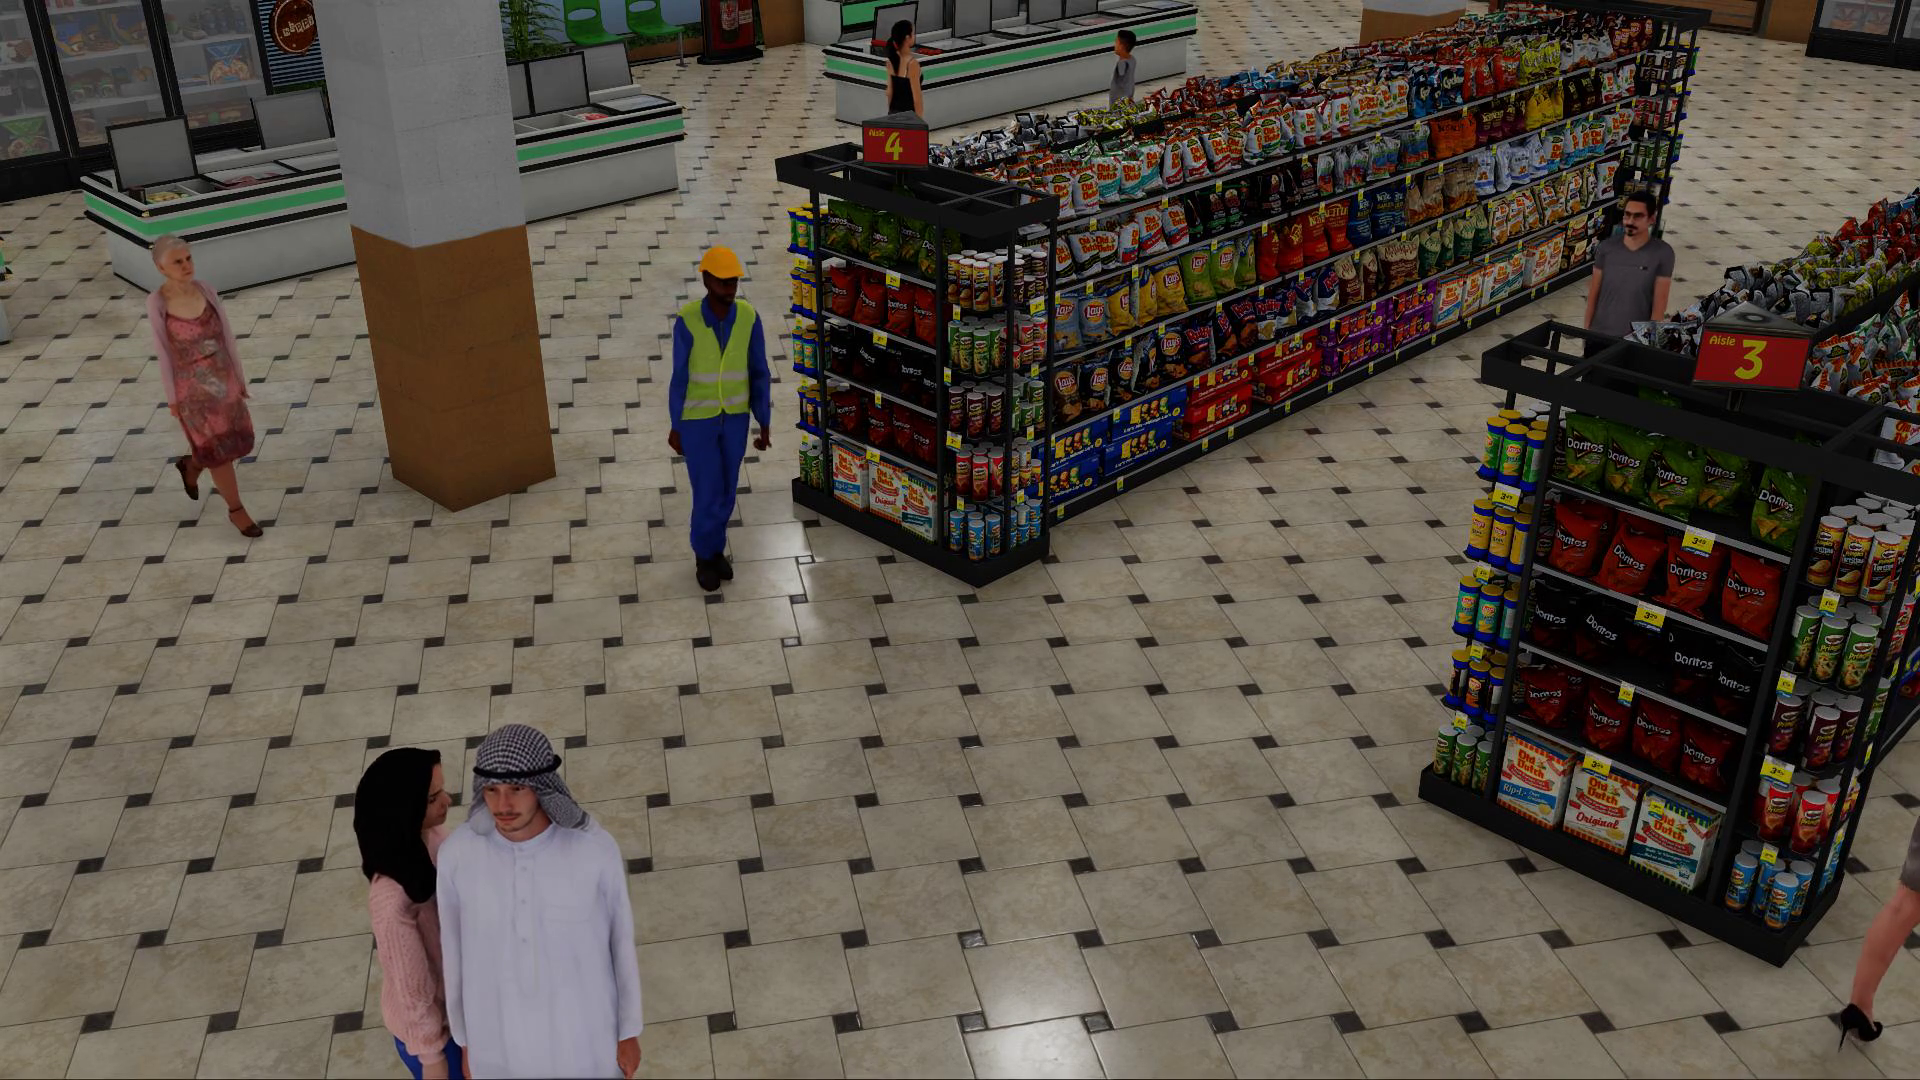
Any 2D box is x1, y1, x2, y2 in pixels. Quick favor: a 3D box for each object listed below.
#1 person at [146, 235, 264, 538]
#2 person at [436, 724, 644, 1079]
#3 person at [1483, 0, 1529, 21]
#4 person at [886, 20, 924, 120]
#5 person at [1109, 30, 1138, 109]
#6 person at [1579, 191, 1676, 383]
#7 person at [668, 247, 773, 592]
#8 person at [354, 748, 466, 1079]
[{"bbox_3d":[-4.171,-0.842,9.061,0.789,1.669,0.964,16,31,29],"label":"person"},{"bbox_3d":[-1.113,1.327,4.499,0.781,1.926,0.858,-3,27,-5],"label":"person"},{"bbox_3d":[7.539,-7.645,22.411,0.800,1.727,1.104,17,31,30],"label":"person"},{"bbox_3d":[-0.497,-3.647,14.521,0.535,1.732,0.561,-22,35,-37],"label":"person"},{"bbox_3d":[1.557,-4.195,15.908,0.704,1.456,0.590,7,28,14],"label":"person"},{"bbox_3d":[3.856,-1.161,9.622,0.795,1.731,1.180,15,30,27],"label":"person"},{"bbox_3d":[-1.281,-0.653,8.548,0.688,1.796,0.814,-14,30,-25],"label":"person"},{"bbox_3d":[-1.455,1.331,4.664,0.772,1.769,0.712,0,27,0],"label":"person"}]
